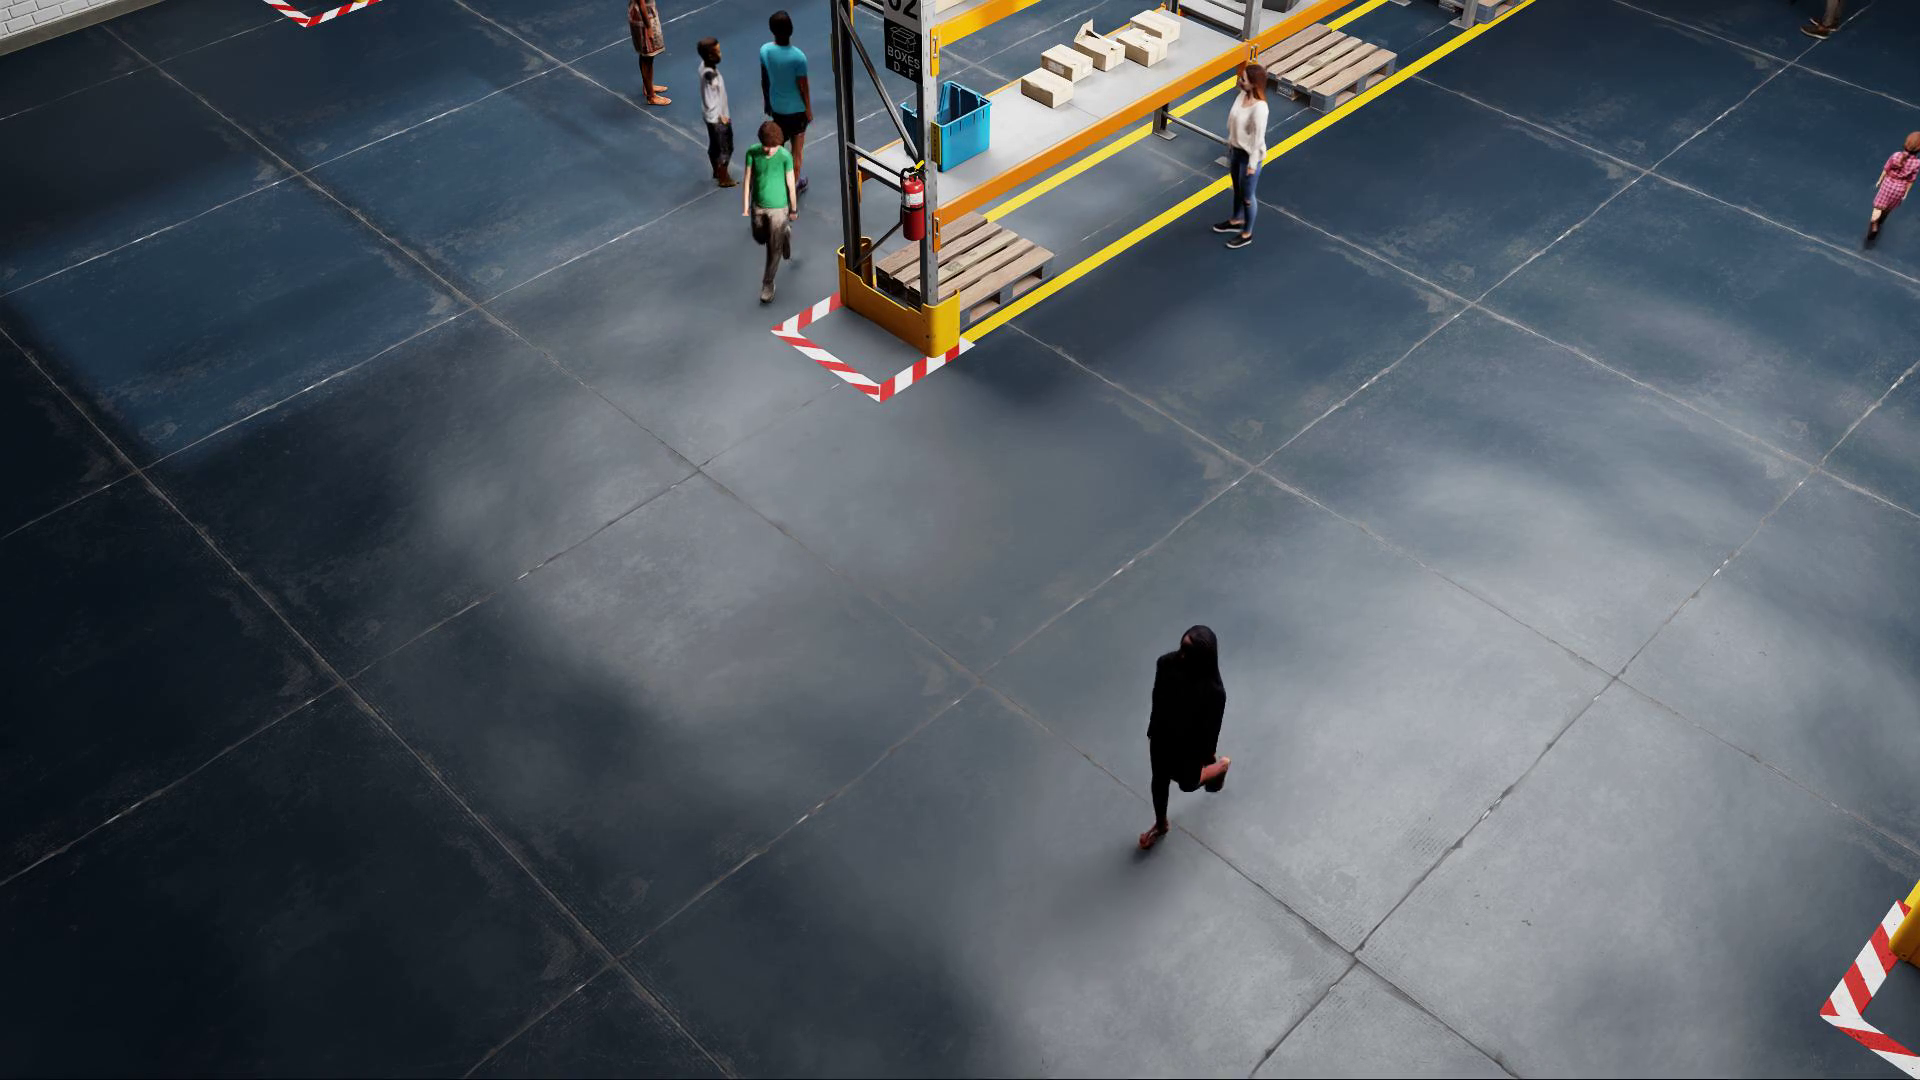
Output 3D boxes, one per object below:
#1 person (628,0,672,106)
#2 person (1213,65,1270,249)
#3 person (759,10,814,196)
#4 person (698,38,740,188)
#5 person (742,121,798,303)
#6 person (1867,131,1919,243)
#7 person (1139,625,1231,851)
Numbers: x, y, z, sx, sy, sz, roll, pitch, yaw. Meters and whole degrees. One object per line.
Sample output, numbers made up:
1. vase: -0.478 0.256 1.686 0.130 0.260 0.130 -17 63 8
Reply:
1. person: -3.073 -5.046 16.123 0.720 1.643 0.725 -9 44 -10
2. person: 2.455 -3.301 14.255 0.717 1.693 0.704 -10 45 -11
3. person: -1.567 -3.790 14.715 0.758 1.766 0.899 19 47 19
4. person: -2.236 -3.933 15.093 0.626 1.453 0.645 -17 46 -17
5. person: -1.552 -2.821 13.807 0.909 1.616 1.071 13 45 14
6. person: 8.144 -3.086 14.525 0.535 1.010 0.753 23 48 22
7. person: 1.334 1.099 9.628 0.605 1.705 0.916 34 53 31
